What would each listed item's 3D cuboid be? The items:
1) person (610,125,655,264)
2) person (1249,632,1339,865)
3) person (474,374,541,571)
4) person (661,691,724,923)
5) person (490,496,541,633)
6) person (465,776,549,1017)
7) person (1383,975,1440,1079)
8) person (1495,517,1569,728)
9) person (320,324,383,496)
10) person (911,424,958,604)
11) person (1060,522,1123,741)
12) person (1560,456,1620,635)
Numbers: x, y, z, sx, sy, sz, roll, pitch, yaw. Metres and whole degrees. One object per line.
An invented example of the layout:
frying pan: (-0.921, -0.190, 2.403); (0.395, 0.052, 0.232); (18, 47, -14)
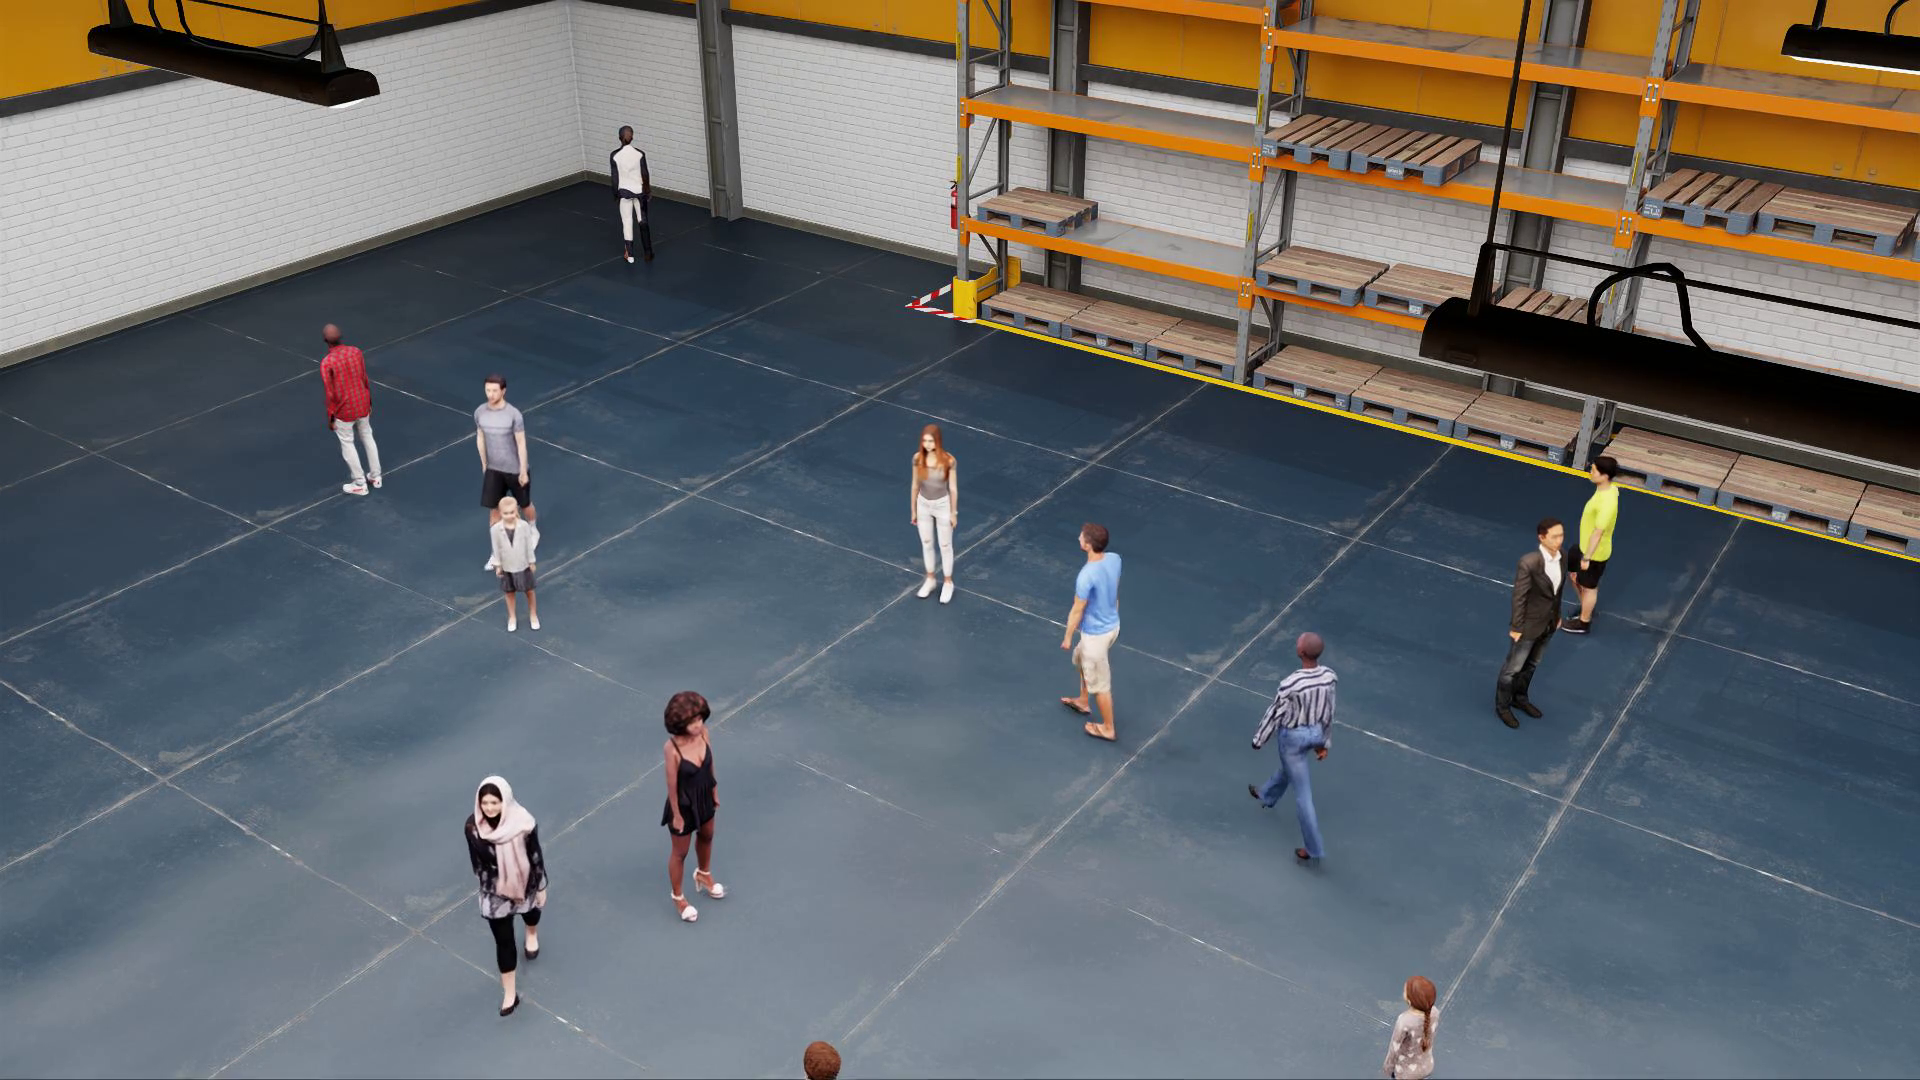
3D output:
person: (-4.567, -4.815, 23.143); (0.771, 1.893, 0.820); (-6, 29, -11)
person: (2.446, 1.507, 11.710); (0.956, 1.743, 1.260); (-17, 33, -28)
person: (-4.219, -0.708, 15.673); (1.131, 1.837, 1.031); (5, 29, 9)
person: (-1.816, 1.772, 11.183); (0.551, 1.782, 0.545); (19, 34, 31)
person: (-3.912, 0.191, 14.609); (0.610, 1.276, 0.670); (-5, 29, -9)
person: (-2.862, 2.150, 10.692); (1.109, 1.589, 1.124); (-3, 29, -5)
person: (2.597, 2.995, 9.557); (0.542, 1.193, 0.569); (-13, 31, -23)
person: (4.569, 0.627, 13.260); (0.749, 1.804, 0.697); (-16, 33, -27)
person: (-6.179, -1.342, 16.855); (0.574, 1.818, 0.655); (20, 35, 32)
person: (-0.219, -0.268, 14.991); (0.569, 1.716, 0.707); (8, 30, 14)
person: (1.155, 0.741, 13.014); (0.876, 1.839, 0.649); (20, 34, 32)
person: (5.577, 0.049, 14.424); (0.762, 1.703, 0.751); (8, 30, 14)
